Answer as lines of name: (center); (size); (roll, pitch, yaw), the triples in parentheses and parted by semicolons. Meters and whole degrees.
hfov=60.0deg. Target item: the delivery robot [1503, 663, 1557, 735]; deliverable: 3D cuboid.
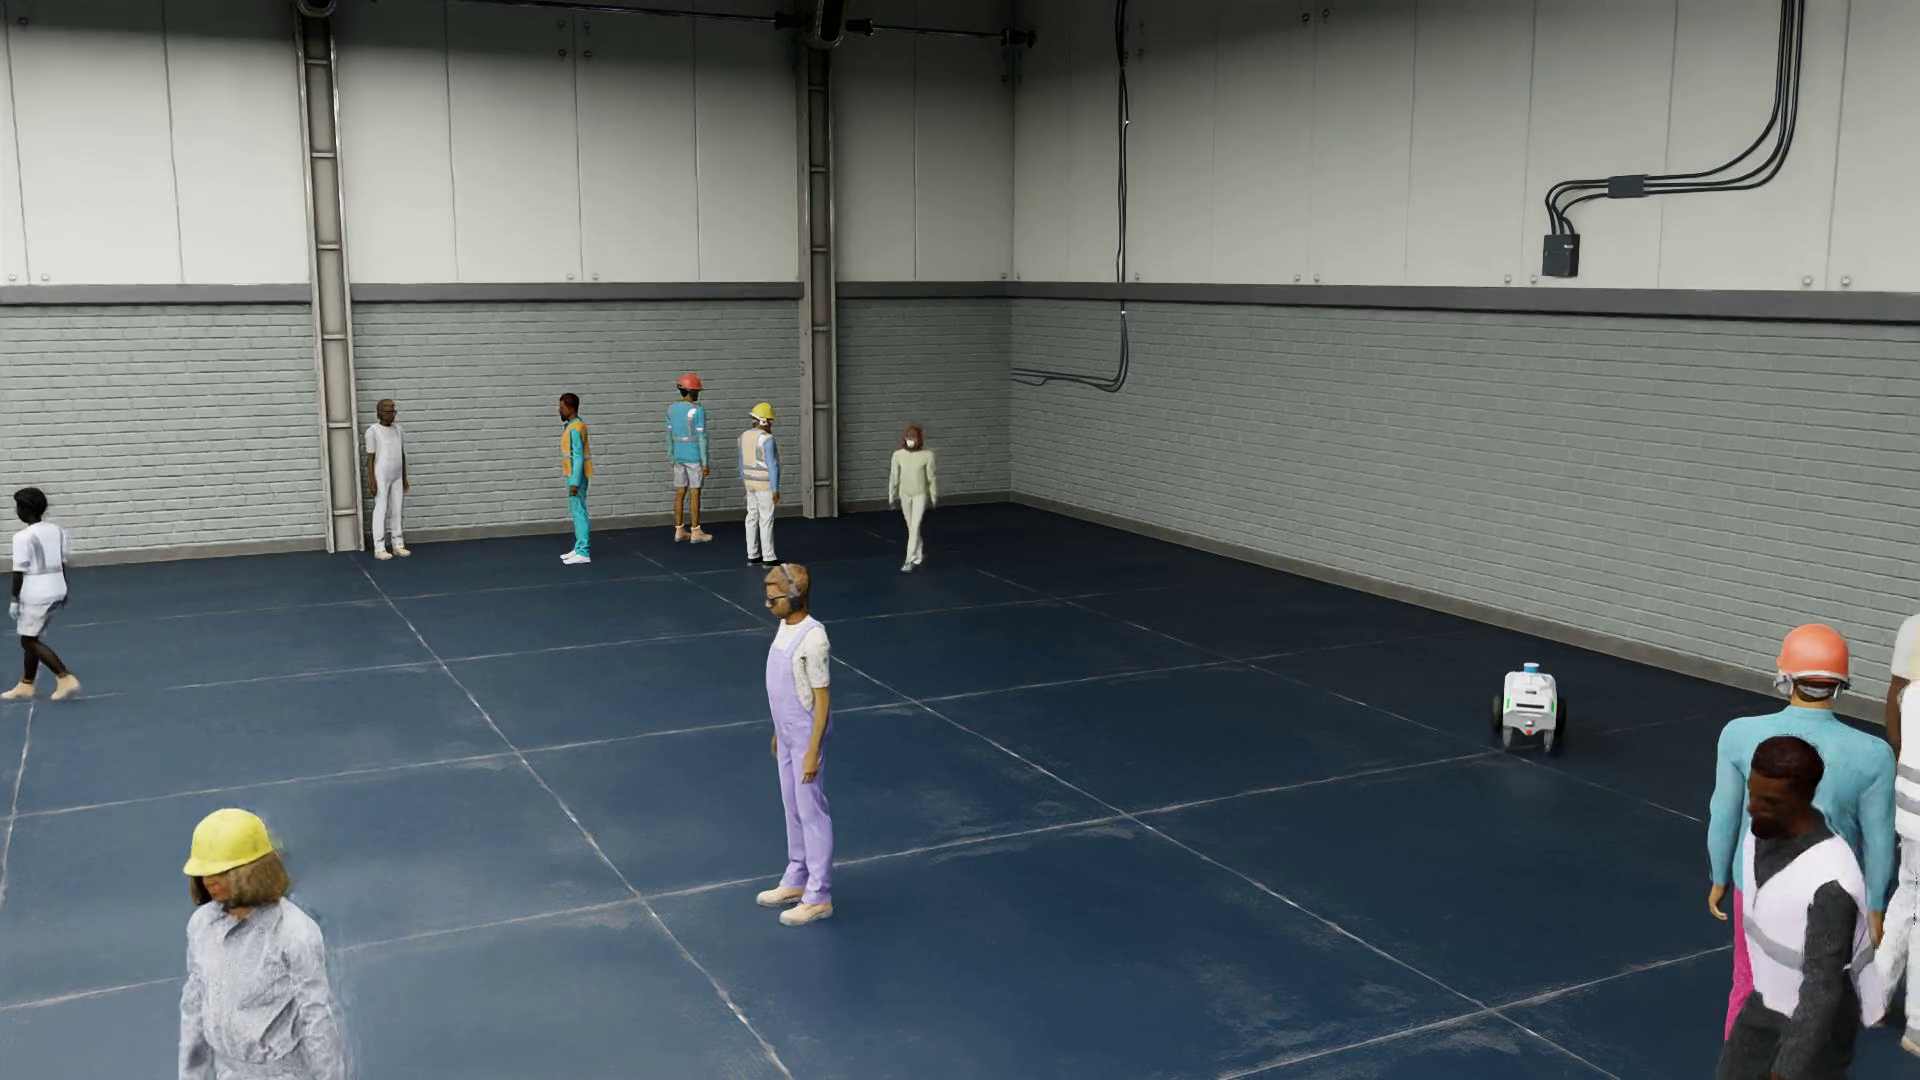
delivery robot: (3.956, 1.097, 11.545); (0.477, 0.478, 0.707); (3, 10, 18)

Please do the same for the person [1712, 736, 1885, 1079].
person: (2.649, 1.509, 5.261); (0.658, 1.863, 0.623); (0, 9, 0)

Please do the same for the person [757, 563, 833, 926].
person: (-0.821, 1.015, 8.398); (0.344, 1.839, 0.507); (-5, 10, -27)

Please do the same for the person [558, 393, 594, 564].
person: (-4.321, -0.699, 18.714); (0.390, 1.917, 0.591); (-3, 10, -16)

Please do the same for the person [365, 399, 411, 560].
person: (-6.521, -0.693, 18.947); (0.341, 1.838, 0.501); (6, 11, 31)

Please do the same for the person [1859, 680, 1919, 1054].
person: (4.107, 1.243, 6.987); (0.346, 1.853, 0.671); (1, 9, 8)

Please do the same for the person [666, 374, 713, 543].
person: (-3.256, -0.987, 20.104); (0.615, 2.040, 0.391); (7, 11, 35)

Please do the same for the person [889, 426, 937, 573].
person: (-0.516, -0.469, 18.305); (0.512, 1.587, 0.882); (3, 10, 18)

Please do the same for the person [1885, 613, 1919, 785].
person: (4.751, 0.997, 7.889); (0.545, 2.000, 0.711); (-6, 11, -31)

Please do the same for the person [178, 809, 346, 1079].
person: (-2.119, 1.636, 4.895); (0.516, 1.721, 0.623); (5, 10, 26)

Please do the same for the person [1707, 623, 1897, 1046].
person: (3.115, 1.293, 6.192); (0.622, 1.995, 0.378); (6, 11, 33)

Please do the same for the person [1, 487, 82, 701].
person: (-7.030, 0.419, 12.655); (0.647, 1.655, 0.565); (0, 9, 1)

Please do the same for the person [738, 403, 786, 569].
person: (-2.183, -0.598, 18.389); (0.403, 1.822, 0.587); (-9, 13, -44)
